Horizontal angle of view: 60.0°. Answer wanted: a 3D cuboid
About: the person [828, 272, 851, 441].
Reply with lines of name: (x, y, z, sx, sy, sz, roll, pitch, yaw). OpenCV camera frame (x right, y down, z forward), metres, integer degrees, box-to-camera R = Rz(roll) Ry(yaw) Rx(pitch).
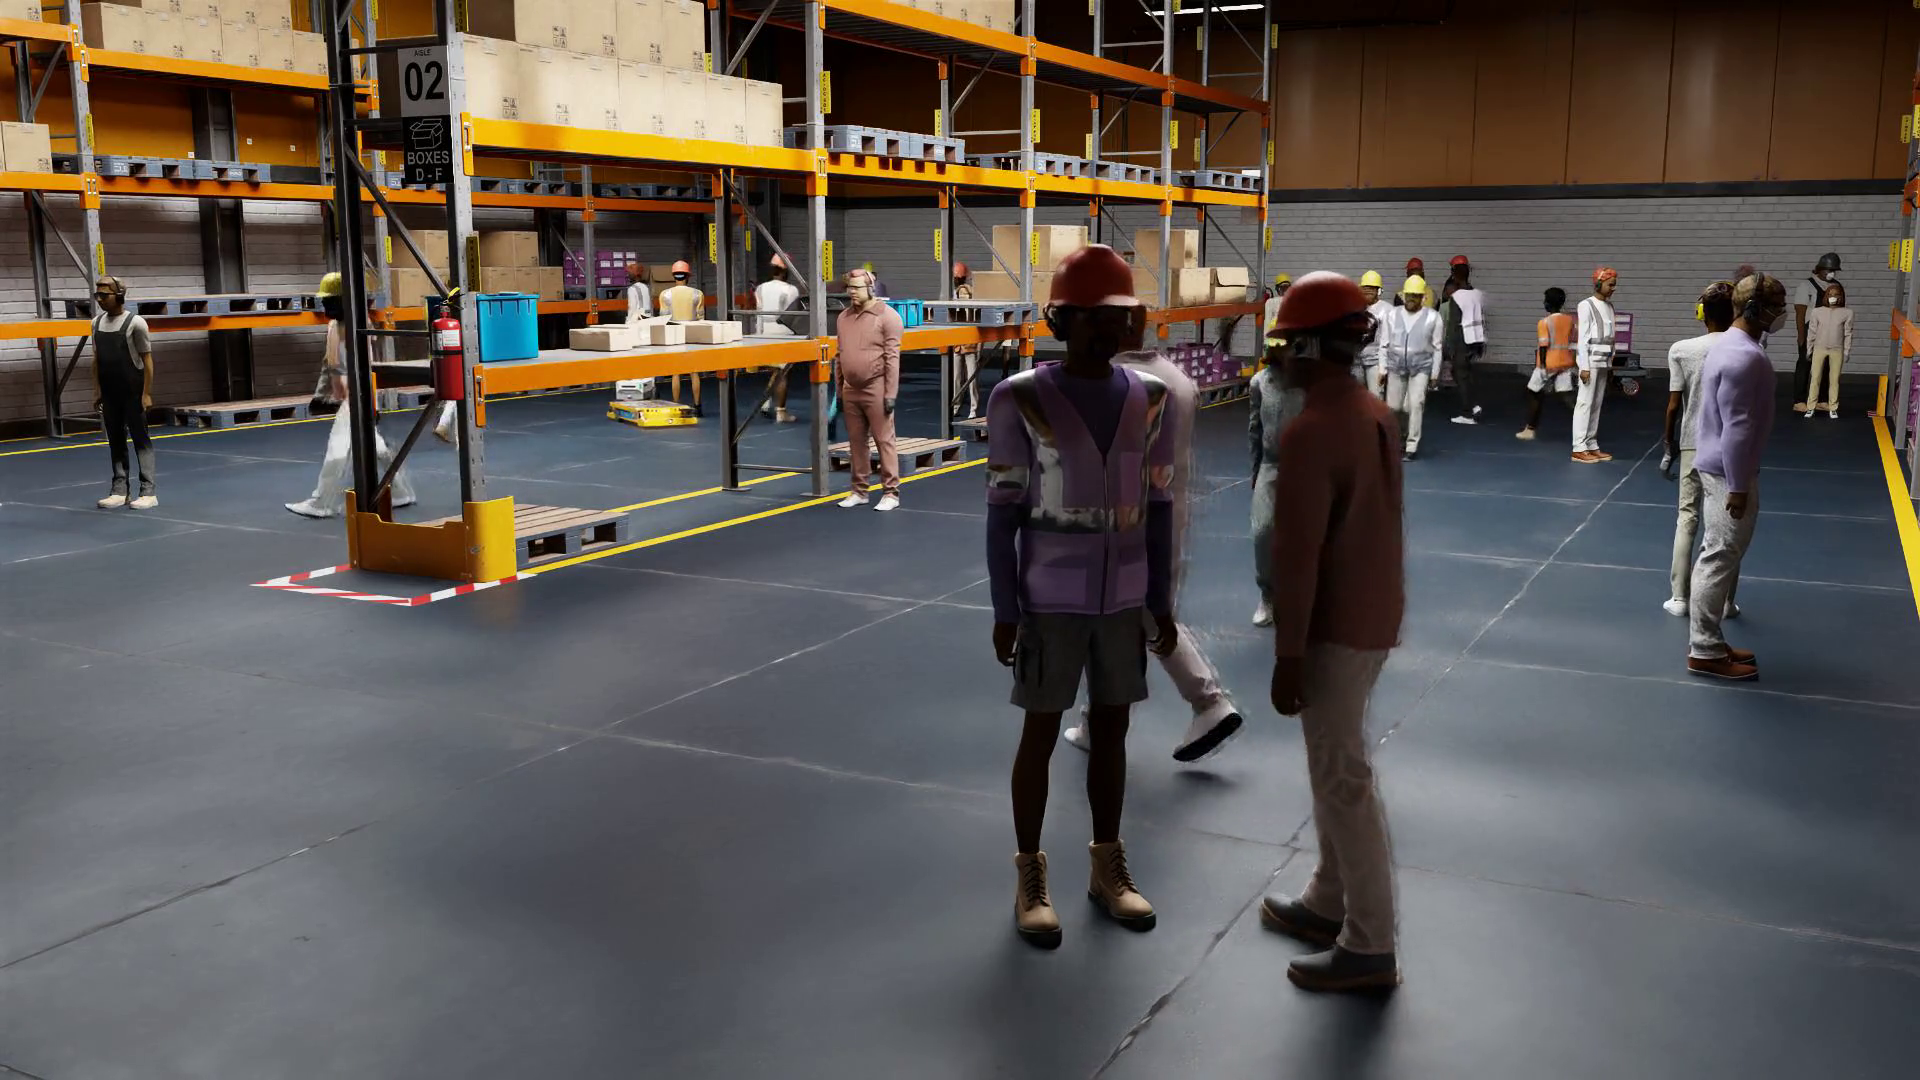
person: (-1.170, -1.900, 17.464, 0.578, 1.833, 0.565, 5, 11, 24)

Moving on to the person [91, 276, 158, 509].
person: (-6.625, -1.160, 13.155, 0.516, 1.843, 0.327, 2, 10, 13)

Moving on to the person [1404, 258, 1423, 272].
person: (7.476, -3.676, 27.443, 0.347, 1.942, 0.544, 5, 11, 28)

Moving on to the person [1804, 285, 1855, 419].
person: (10.651, -2.304, 20.394, 0.500, 1.633, 0.286, 5, 11, 27)

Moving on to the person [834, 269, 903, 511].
person: (-0.749, -1.174, 13.108, 0.635, 1.899, 0.397, 7, 12, 35)

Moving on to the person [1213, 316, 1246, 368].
person: (4.044, -3.126, 25.218, 0.667, 1.614, 0.522, 2, 10, 14)

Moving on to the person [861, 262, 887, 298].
person: (-1.412, -3.490, 26.572, 0.590, 1.883, 0.997, -5, 11, -26)

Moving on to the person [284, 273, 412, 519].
person: (-4.728, -1.113, 12.817, 1.008, 1.871, 0.606, -7, 12, -34)

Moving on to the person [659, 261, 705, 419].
person: (-3.388, -2.435, 20.310, 0.547, 1.925, 0.391, -2, 10, -12)

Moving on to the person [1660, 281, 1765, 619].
person: (4.169, -0.491, 9.232, 0.509, 1.865, 0.328, 4, 10, 20)

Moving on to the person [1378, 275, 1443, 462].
person: (4.407, -1.682, 16.262, 0.602, 1.814, 0.560, 5, 11, 26)

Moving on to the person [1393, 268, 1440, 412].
person: (5.739, -2.543, 21.229, 0.683, 1.831, 0.525, -3, 10, -16)

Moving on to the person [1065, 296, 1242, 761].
person: (0.752, -0.032, 6.570, 0.655, 1.868, 0.726, -8, 12, -37)

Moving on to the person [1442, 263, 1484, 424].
person: (5.962, -2.319, 19.708, 0.619, 1.891, 0.458, -9, 13, -43)

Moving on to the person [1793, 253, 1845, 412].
person: (11.019, -2.653, 21.232, 0.675, 2.000, 0.536, -2, 10, -14)

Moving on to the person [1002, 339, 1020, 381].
person: (0.812, -3.244, 24.870, 0.606, 1.966, 0.367, 1, 10, 6)

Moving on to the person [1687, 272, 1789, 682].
person: (3.696, -0.302, 7.944, 0.360, 1.932, 0.629, 4, 11, 21)

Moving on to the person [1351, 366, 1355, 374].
person: (2.534, -0.837, 11.884, 0.542, 1.644, 0.910, 5, 11, 27)

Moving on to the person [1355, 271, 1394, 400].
person: (4.246, -1.885, 17.379, 0.590, 1.837, 0.404, 8, 13, 40)

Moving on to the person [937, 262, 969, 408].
person: (0.007, -2.690, 21.831, 0.538, 1.917, 0.826, 4, 11, 22)

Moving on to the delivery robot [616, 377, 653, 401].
delivery robot: (-4.153, -1.959, 21.241, 0.477, 0.478, 0.707, 0, 10, 2)

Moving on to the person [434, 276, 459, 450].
person: (-5.150, -1.834, 17.120, 0.649, 1.828, 0.433, 8, 13, 38)

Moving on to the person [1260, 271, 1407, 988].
person: (1.028, 0.248, 4.662, 0.552, 1.972, 0.628, 7, 12, 35)

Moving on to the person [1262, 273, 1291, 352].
person: (4.260, -2.646, 22.026, 0.536, 1.761, 0.356, -3, 10, -19)

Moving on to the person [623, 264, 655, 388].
person: (-4.601, -3.020, 23.890, 0.363, 1.863, 0.641, 2, 10, 14)

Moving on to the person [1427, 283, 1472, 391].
person: (7.172, -2.935, 24.177, 0.500, 1.587, 0.858, -3, 10, -19)

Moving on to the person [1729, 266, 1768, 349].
person: (10.062, -2.600, 21.478, 0.644, 1.855, 0.987, 3, 10, 17)

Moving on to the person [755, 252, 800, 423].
person: (-2.113, -2.390, 19.749, 0.623, 2.027, 0.416, 7, 12, 35)

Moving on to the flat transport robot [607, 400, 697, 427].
flat transport robot: (-3.677, -1.518, 19.782, 0.652, 0.197, 1.431, -5, 11, -28)

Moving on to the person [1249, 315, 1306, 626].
person: (1.769, -0.356, 8.888, 0.493, 1.715, 0.462, 5, 11, 25)

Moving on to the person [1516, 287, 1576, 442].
person: (6.390, -1.868, 17.773, 0.531, 1.665, 0.813, -5, 11, -26)

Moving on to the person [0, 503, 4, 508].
person: (-8.009, -1.163, 13.185, 0.743, 1.844, 0.532, 4, 11, 21)

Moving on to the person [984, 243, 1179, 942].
person: (0.374, 0.160, 4.930, 0.608, 2.048, 0.365, -4, 10, -20)

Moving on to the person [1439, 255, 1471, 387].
person: (7.523, -3.329, 25.299, 0.392, 1.989, 0.610, 1, 10, 7)

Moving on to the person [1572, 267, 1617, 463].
person: (6.169, -1.693, 16.126, 0.356, 1.887, 0.573, 10, 14, 44)

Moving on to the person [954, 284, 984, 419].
person: (0.055, -2.307, 20.377, 0.521, 1.645, 0.306, 5, 11, 27)
